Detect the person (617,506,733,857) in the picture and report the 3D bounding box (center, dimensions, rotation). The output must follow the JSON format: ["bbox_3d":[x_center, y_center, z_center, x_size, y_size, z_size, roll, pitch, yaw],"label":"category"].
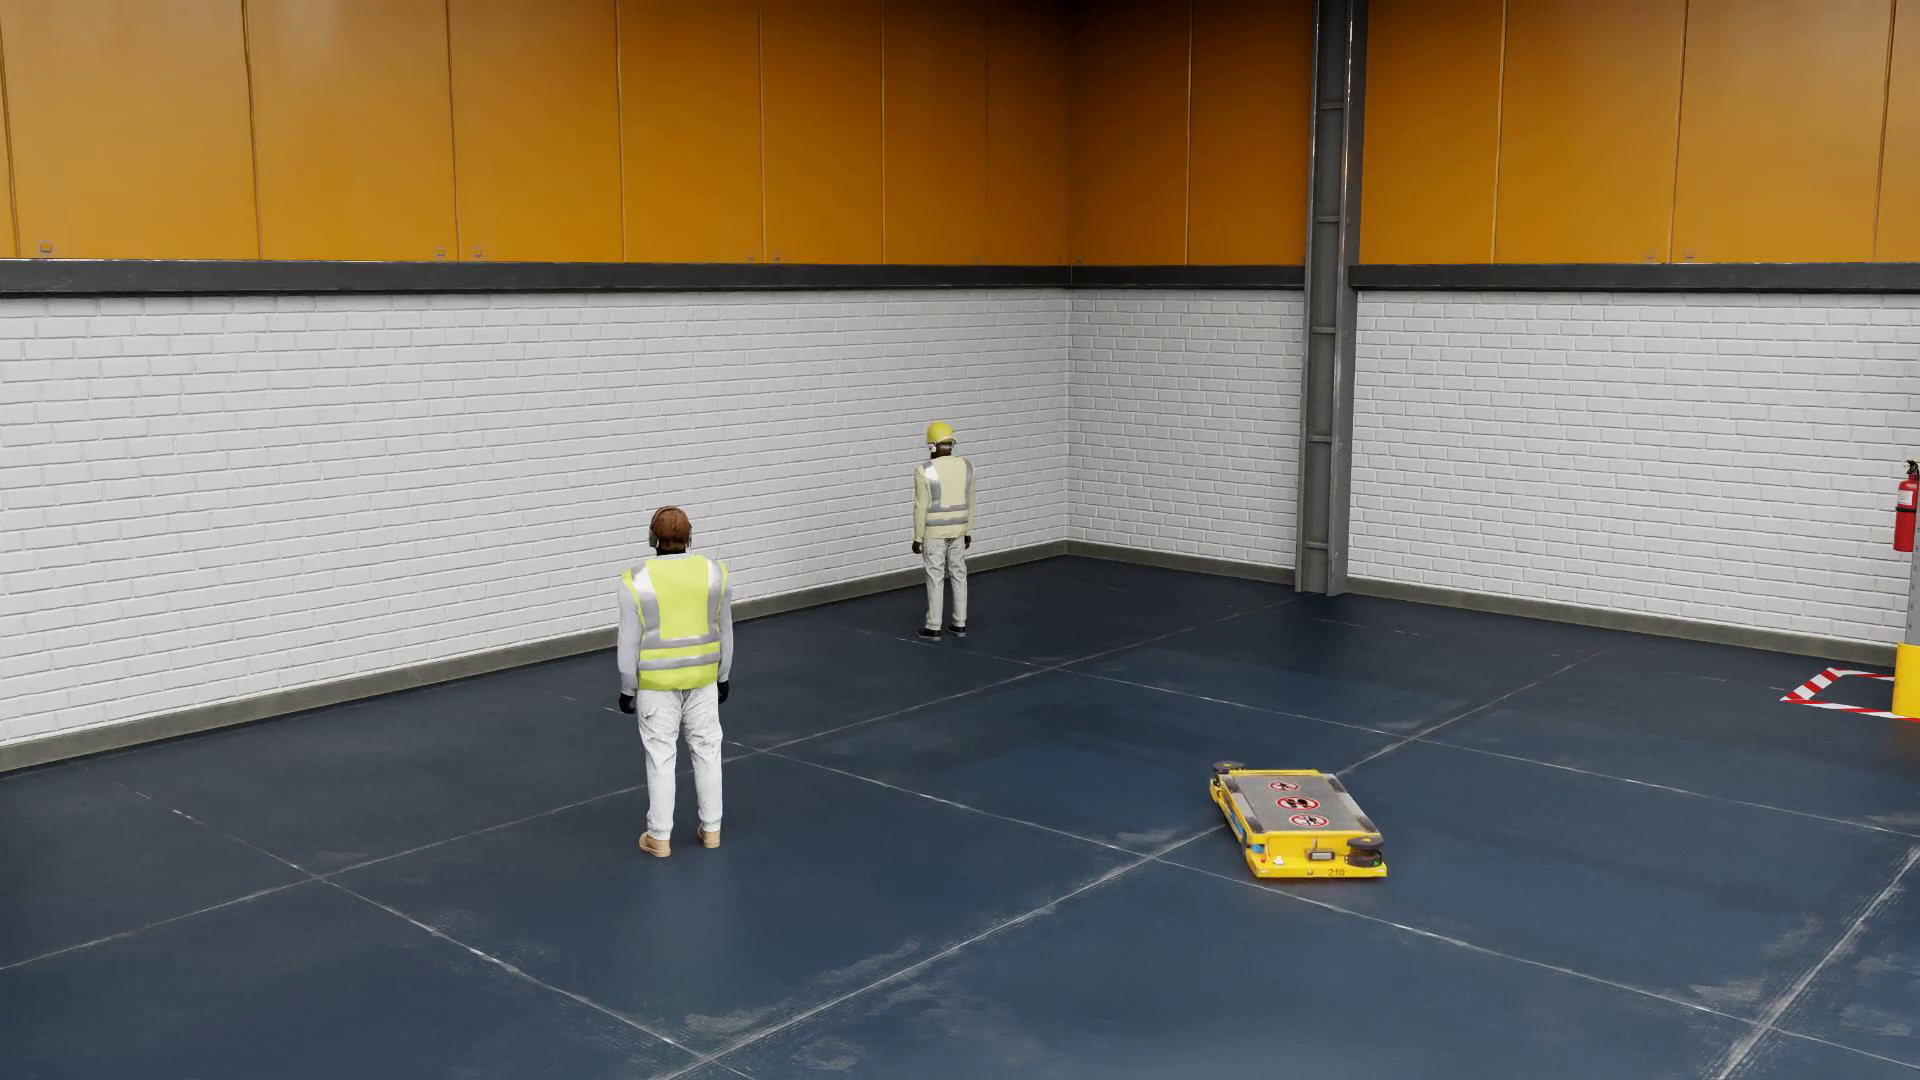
[{"bbox_3d":[-1.495,0.736,8.721,0.621,1.845,0.429,-5,10,-27],"label":"person"}]

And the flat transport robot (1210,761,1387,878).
[{"bbox_3d":[1.787,1.482,8.948,0.652,0.197,1.431,0,9,-1],"label":"flat transport robot"}]

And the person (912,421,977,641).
[{"bbox_3d":[-0.149,-0.078,13.858,0.589,1.832,0.404,-6,11,-33],"label":"person"}]
